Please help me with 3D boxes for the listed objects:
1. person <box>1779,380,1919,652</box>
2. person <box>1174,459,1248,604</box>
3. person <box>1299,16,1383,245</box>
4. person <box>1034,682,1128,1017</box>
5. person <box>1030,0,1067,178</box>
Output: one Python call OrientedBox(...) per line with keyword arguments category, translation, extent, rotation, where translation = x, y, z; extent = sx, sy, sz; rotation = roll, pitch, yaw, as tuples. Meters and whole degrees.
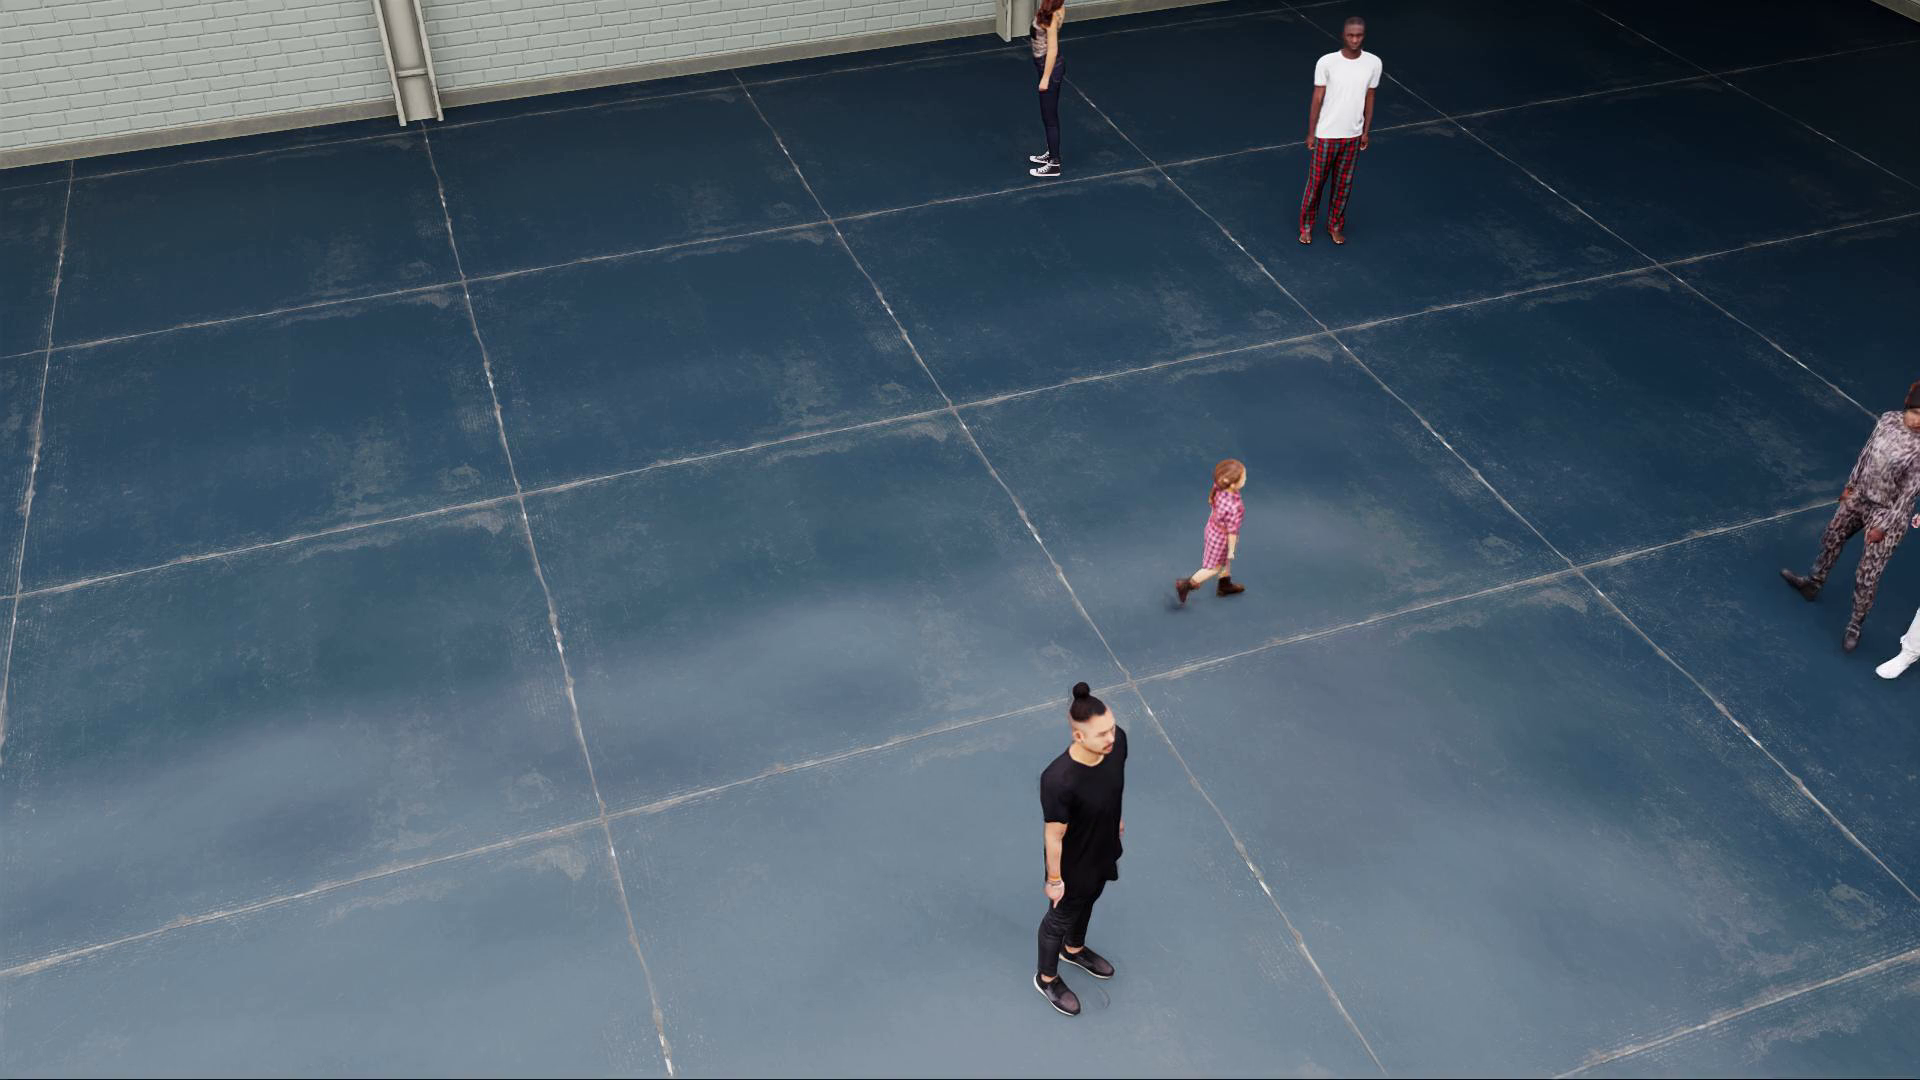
OrientedBox(category="person", translation=(5.123, -0.204, 9.341), extent=(0.610, 1.702, 0.891), rotation=(-2, 38, -2))
OrientedBox(category="person", translation=(1.488, -0.034, 9.682), extent=(0.698, 1.013, 0.455), rotation=(-10, 39, -13))
OrientedBox(category="person", translation=(2.976, -3.216, 13.083), extent=(0.598, 1.835, 0.786), rotation=(0, 38, 0))
OrientedBox(category="person", translation=(0.531, 1.319, 7.263), extent=(0.840, 1.865, 0.721), rotation=(26, 45, 29))
OrientedBox(category="person", translation=(0.770, -3.959, 14.085), extent=(0.670, 1.770, 0.680), rotation=(3, 38, 4))
